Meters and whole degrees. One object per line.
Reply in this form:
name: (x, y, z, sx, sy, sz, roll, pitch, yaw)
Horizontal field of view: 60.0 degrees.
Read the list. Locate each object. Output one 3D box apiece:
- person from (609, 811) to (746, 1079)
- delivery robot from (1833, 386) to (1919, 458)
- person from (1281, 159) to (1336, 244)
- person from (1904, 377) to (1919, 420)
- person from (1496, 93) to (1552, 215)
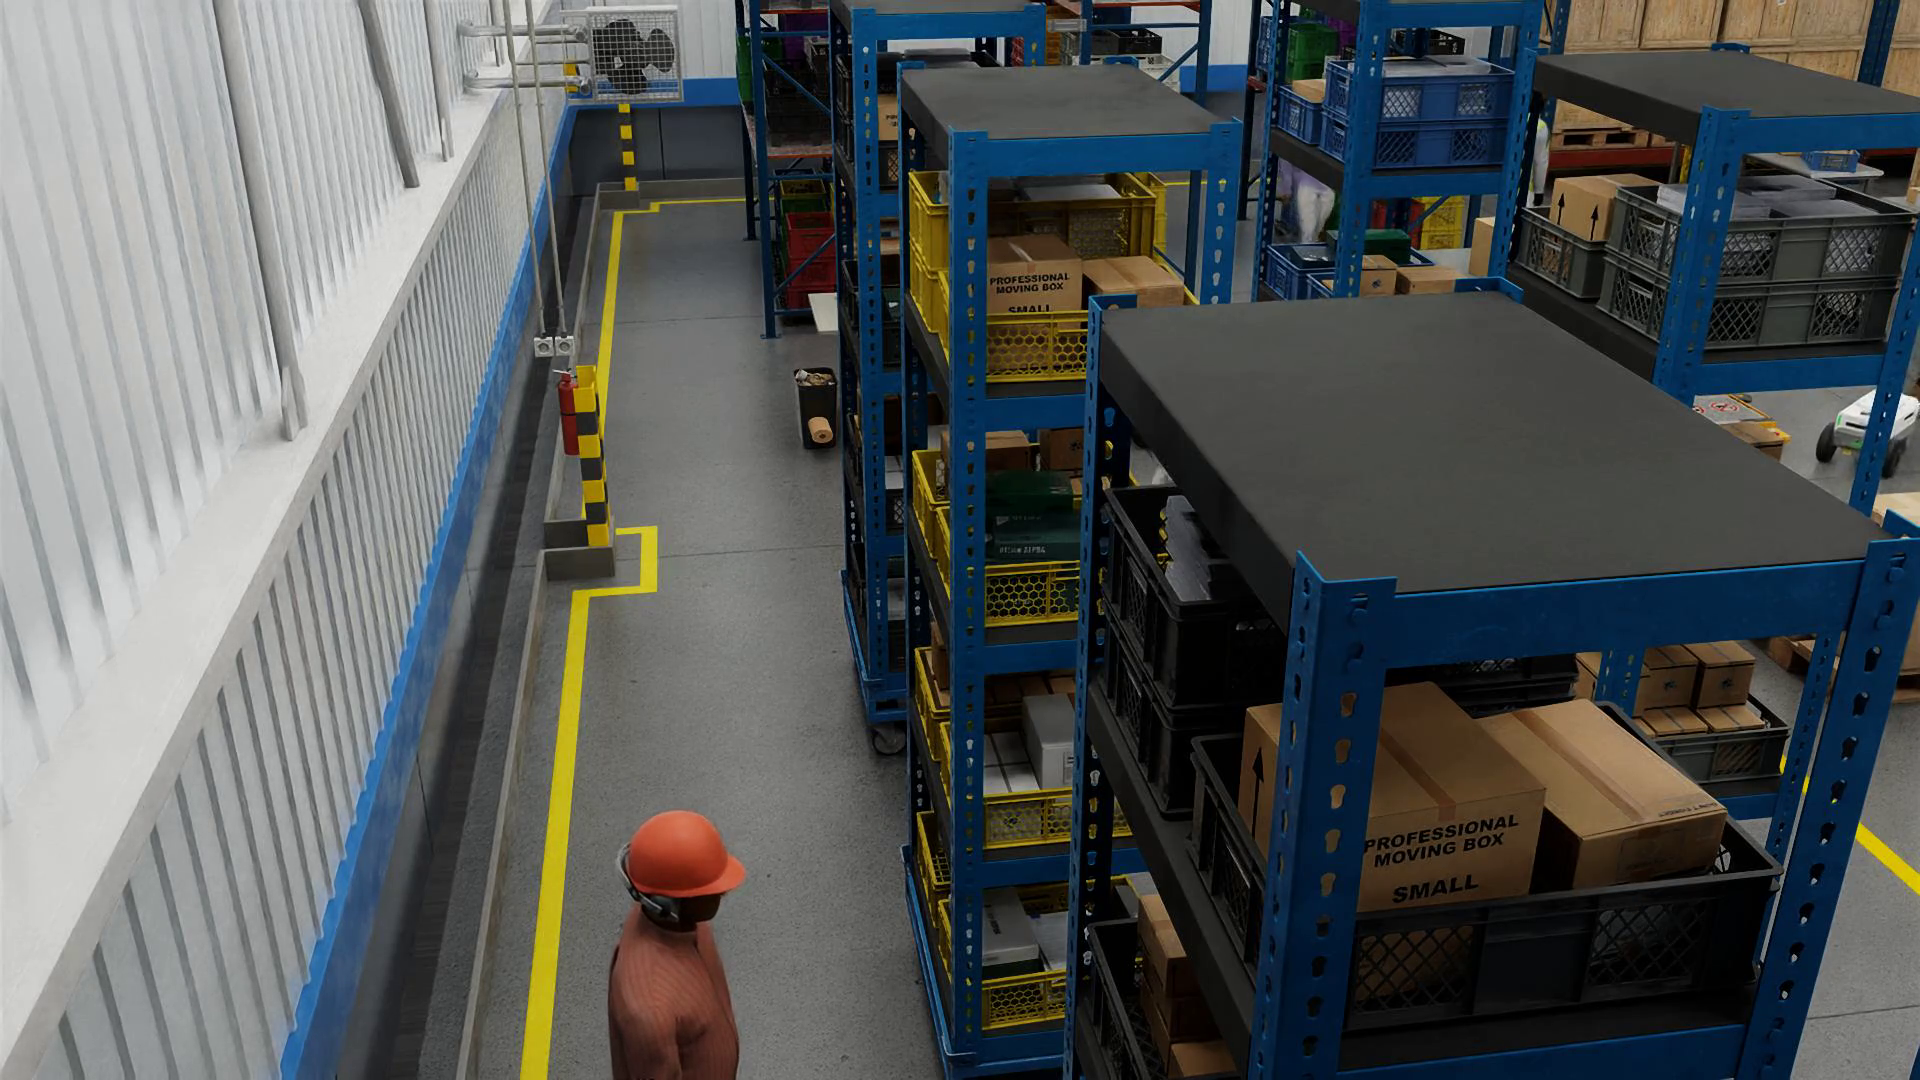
person: (-0.768, 1.617, 4.723, 0.417, 1.985, 0.618, 0, 25, -1)
delivery robot: (6.438, -0.854, 11.676, 0.707, 0.478, 0.477, -22, 33, -40)
person: (3.311, -3.180, 15.229, 0.637, 1.910, 0.830, -6, 25, -13)
person: (7.271, -1.657, 12.209, 0.333, 1.667, 0.572, 21, 32, 37)
person: (5.286, -3.343, 15.667, 0.429, 1.845, 0.621, -10, 27, -22)
